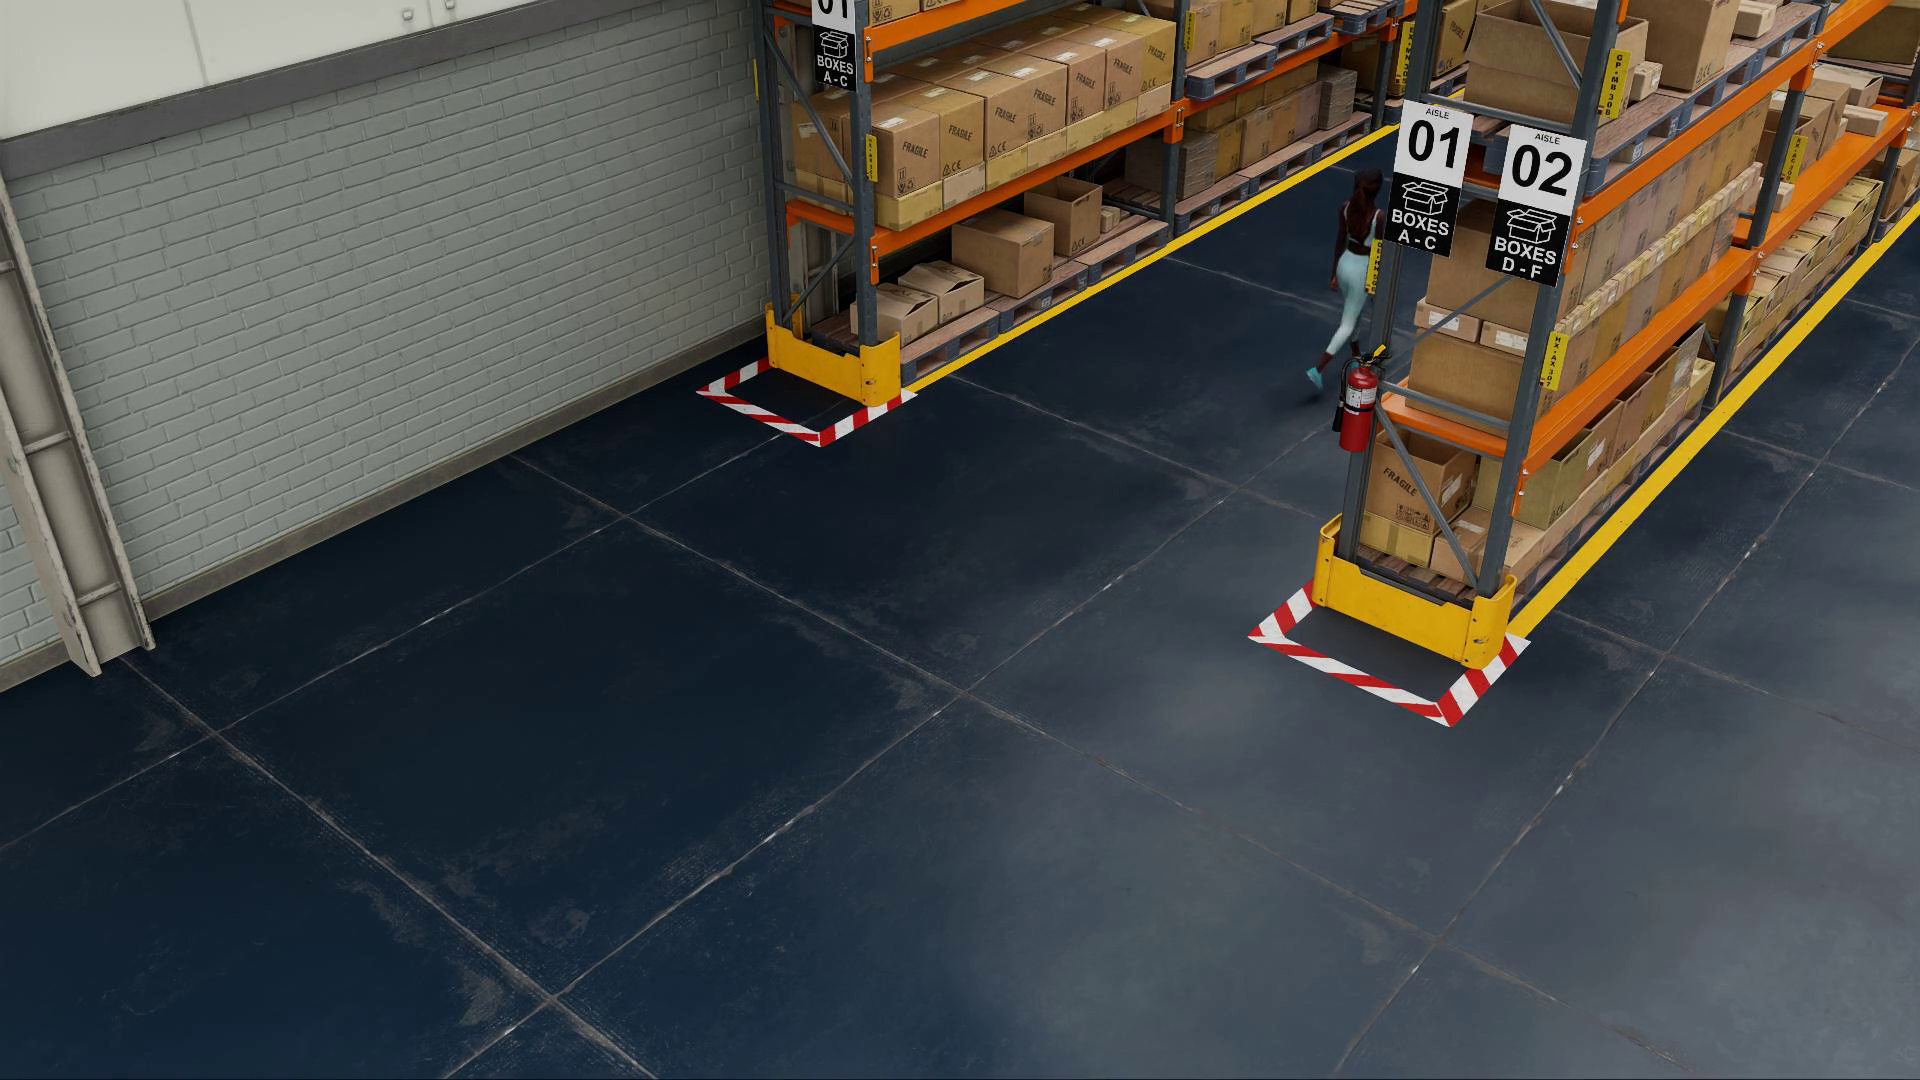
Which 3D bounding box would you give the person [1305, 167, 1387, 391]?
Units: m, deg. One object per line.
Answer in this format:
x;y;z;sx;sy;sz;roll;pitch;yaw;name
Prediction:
2.914;-1.919;12.444;1.164;1.691;0.650;-27;42;-35;person
